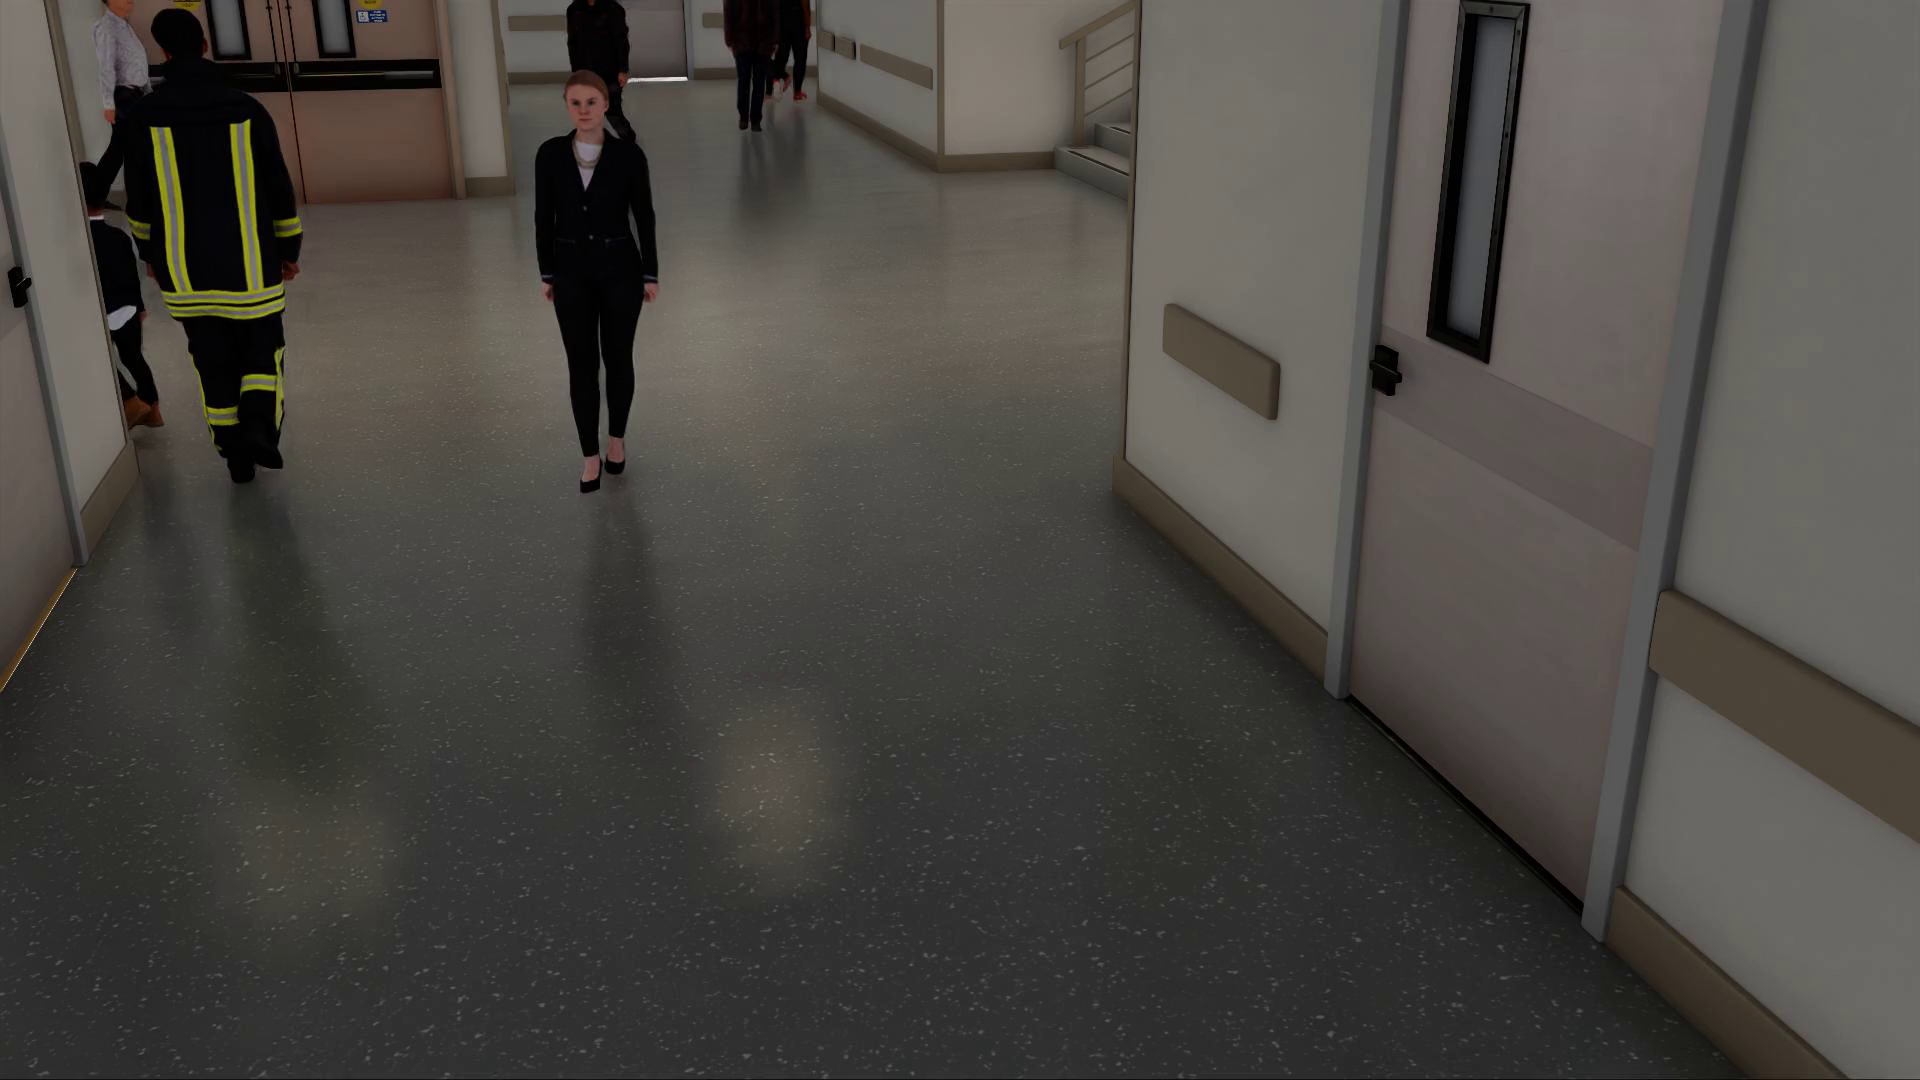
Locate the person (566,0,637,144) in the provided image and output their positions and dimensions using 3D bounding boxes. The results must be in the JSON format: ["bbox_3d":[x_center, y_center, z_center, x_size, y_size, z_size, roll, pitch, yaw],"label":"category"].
[{"bbox_3d":[-3.243,-4.269,15.049,1.093,1.841,1.087,4,21,11],"label":"person"}]

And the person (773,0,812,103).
[{"bbox_3d":[-2.089,-6.243,20.326,1.158,1.794,1.086,5,21,13],"label":"person"}]

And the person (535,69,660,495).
[{"bbox_3d":[-1.474,-1.040,6.842,0.646,1.616,0.738,-3,21,-7],"label":"person"}]

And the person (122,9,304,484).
[{"bbox_3d":[-2.983,-1.138,6.698,0.765,1.900,0.916,-9,22,-22],"label":"person"}]

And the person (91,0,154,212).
[{"bbox_3d":[-6.456,-3.352,12.716,1.224,1.779,0.770,-3,21,-8],"label":"person"}]

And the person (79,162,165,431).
[{"bbox_3d":[-3.770,-1.049,7.381,0.700,1.212,0.640,13,24,31],"label":"person"}]

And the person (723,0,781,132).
[{"bbox_3d":[-2.229,-5.315,17.827,0.593,1.830,0.800,-4,21,-12],"label":"person"}]
